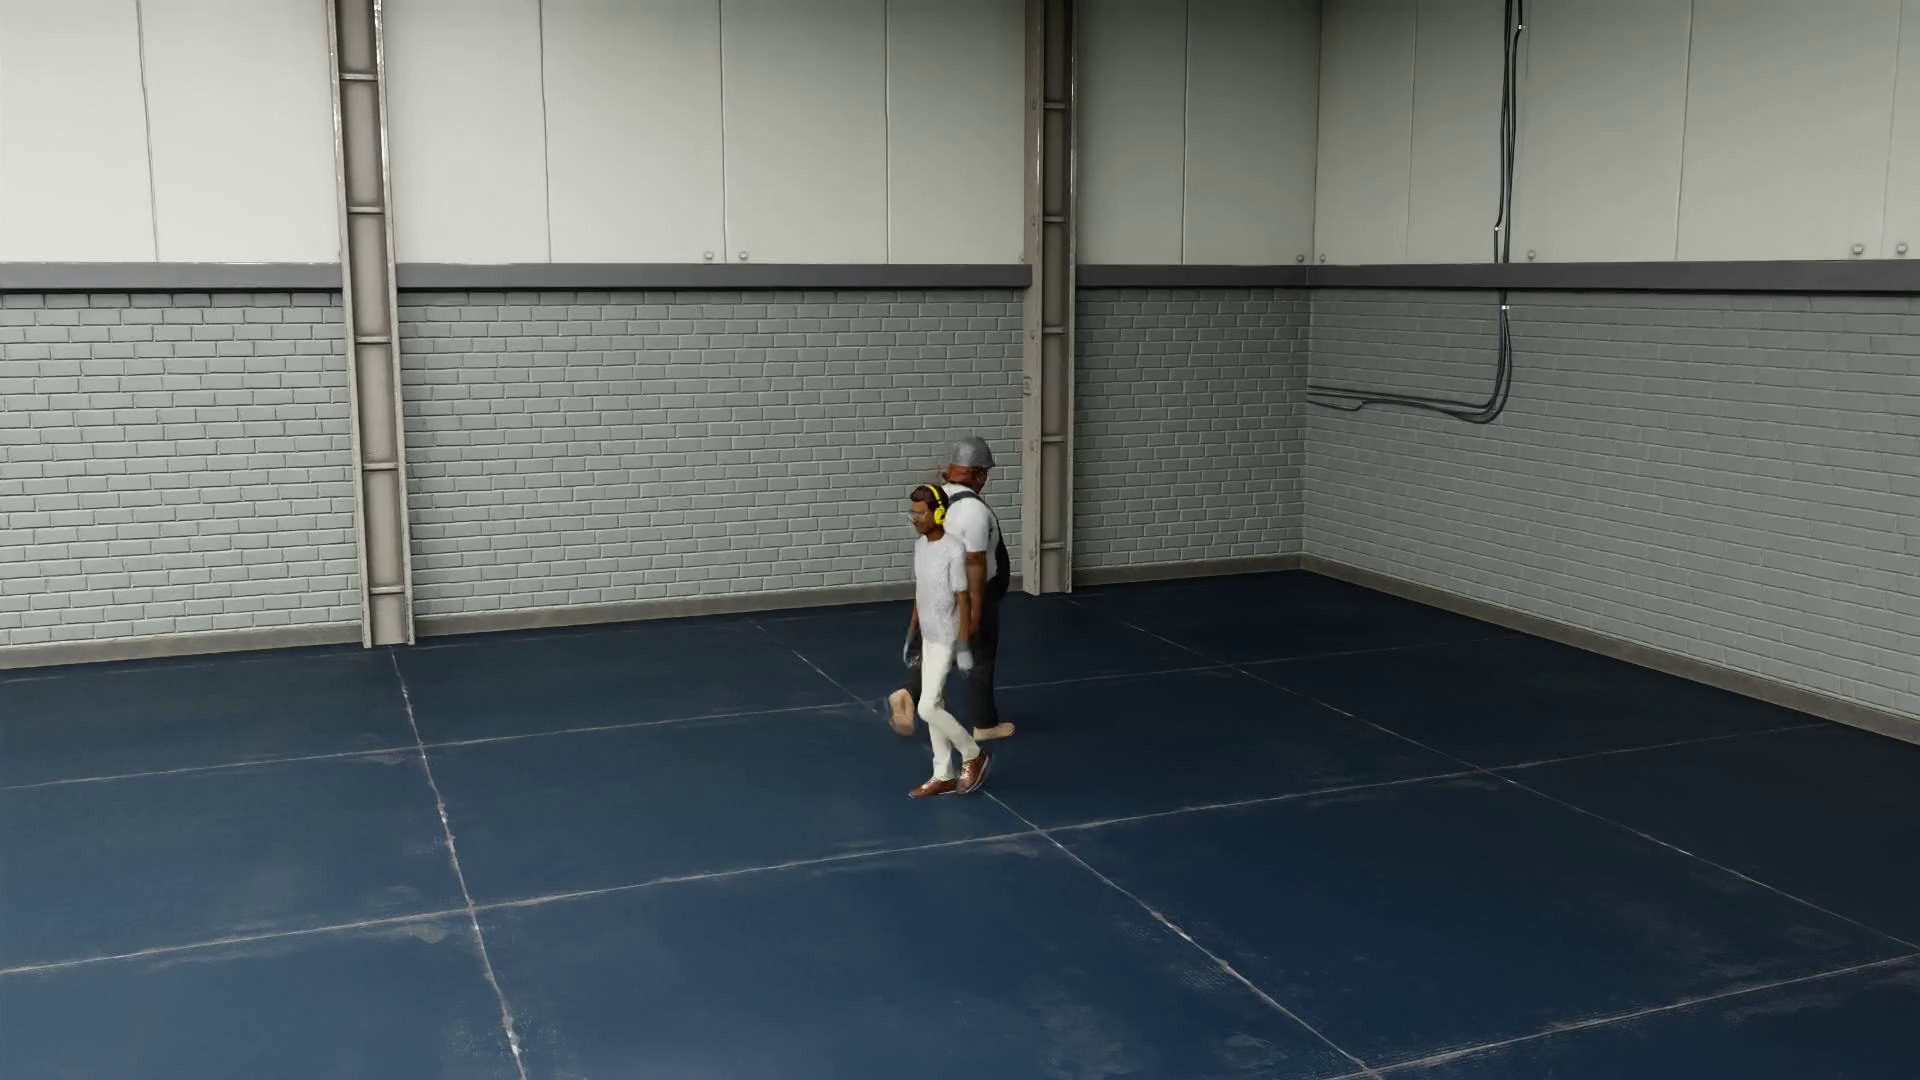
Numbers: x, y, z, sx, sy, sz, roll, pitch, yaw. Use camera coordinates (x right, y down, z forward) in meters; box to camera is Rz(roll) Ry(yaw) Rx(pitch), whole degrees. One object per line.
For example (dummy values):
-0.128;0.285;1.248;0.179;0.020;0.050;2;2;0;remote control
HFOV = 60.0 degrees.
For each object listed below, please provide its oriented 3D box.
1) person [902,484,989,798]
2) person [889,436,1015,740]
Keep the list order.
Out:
-0.128;0.593;9.602;0.409;1.848;0.569;-4;10;-26;person
-0.029;0.317;10.724;0.770;2.000;0.693;-5;10;-29;person
